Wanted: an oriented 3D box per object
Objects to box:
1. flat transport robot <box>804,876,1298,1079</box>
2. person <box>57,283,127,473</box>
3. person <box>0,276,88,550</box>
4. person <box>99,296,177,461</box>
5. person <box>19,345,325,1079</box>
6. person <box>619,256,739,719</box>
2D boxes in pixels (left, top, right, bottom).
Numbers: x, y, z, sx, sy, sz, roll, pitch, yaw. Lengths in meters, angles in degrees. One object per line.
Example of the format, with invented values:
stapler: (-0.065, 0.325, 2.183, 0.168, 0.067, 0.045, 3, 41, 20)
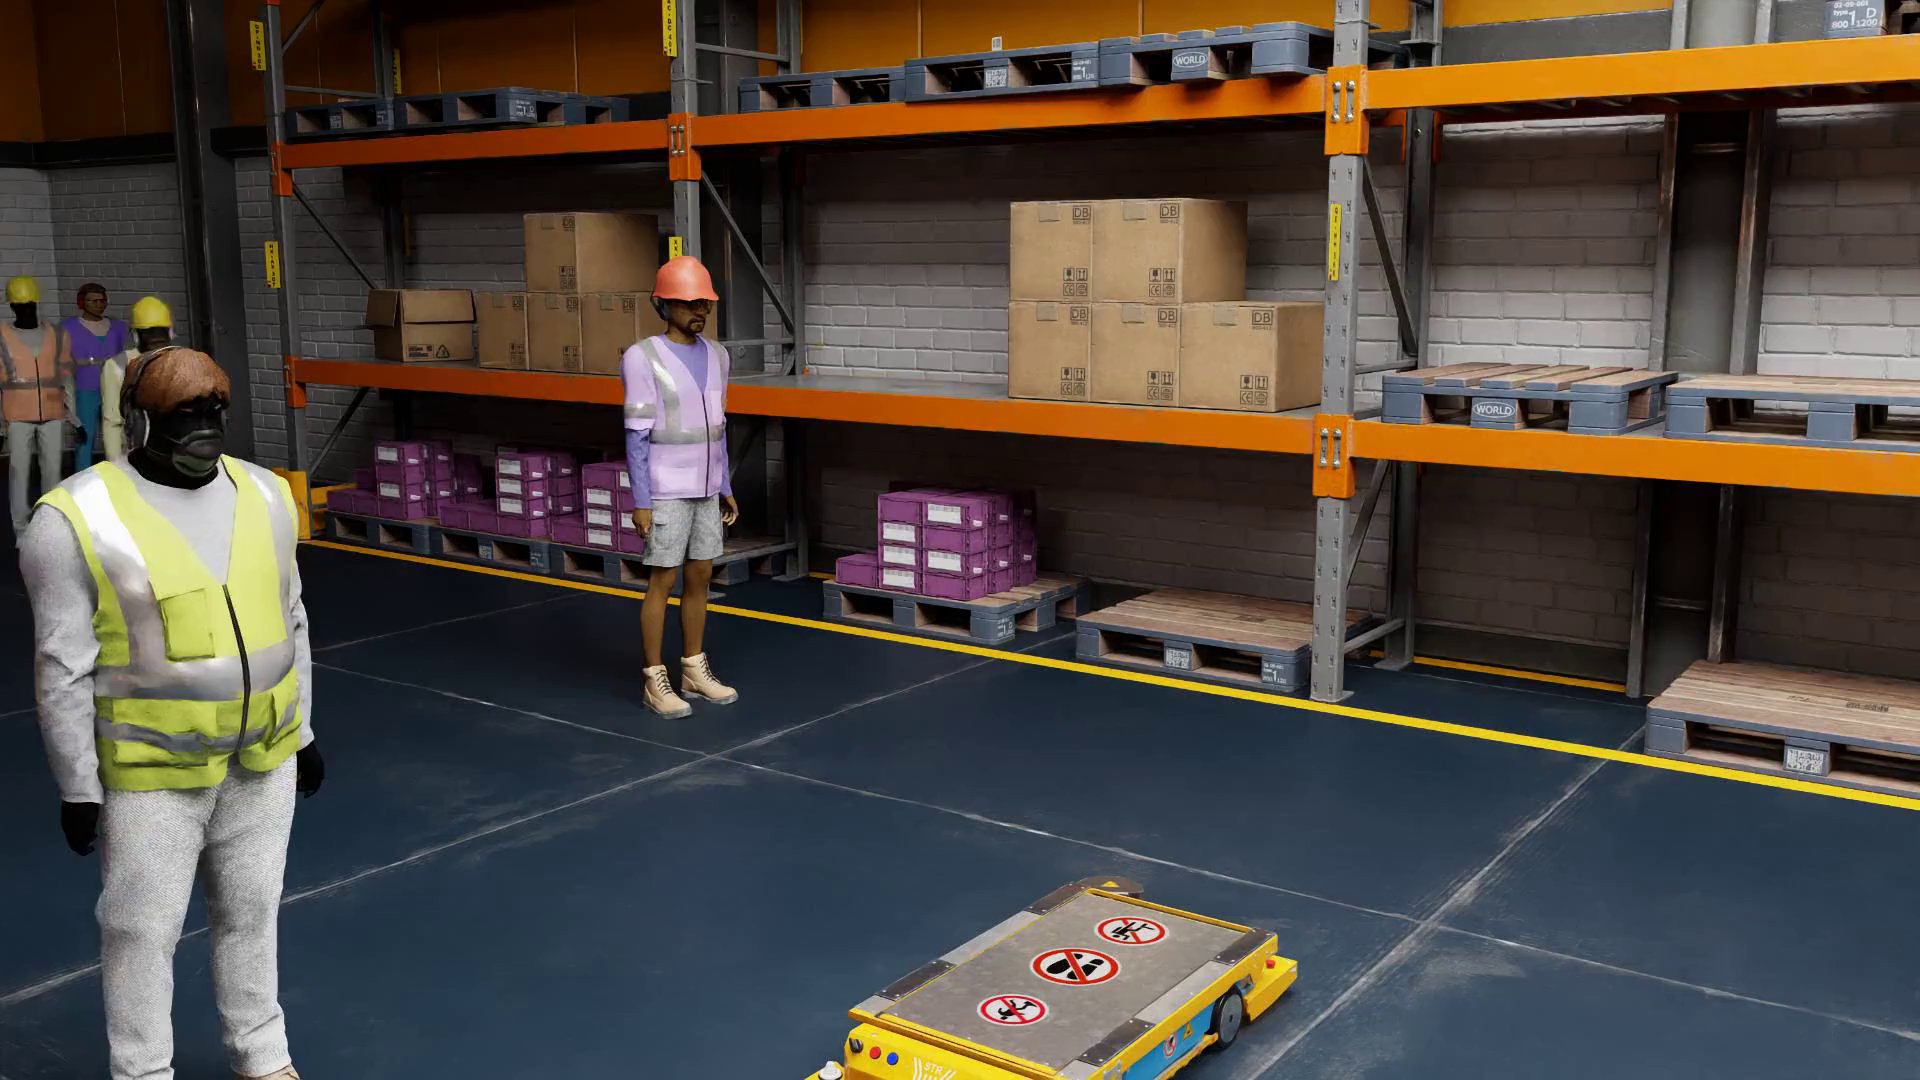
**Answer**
flat transport robot: (0.254, 1.194, 4.191, 0.652, 0.197, 1.431, 7, 12, 35)
person: (-7.141, -1.197, 13.756, 0.373, 1.840, 0.570, 7, 12, 35)
person: (-6.501, -0.881, 11.721, 0.395, 1.920, 0.644, 8, 13, 40)
person: (-4.575, -0.471, 9.531, 0.407, 1.821, 0.612, 9, 13, 42)
person: (-1.710, 0.488, 3.731, 0.429, 1.839, 0.633, 7, 12, 35)
person: (-1.213, -0.234, 7.428, 0.390, 2.040, 0.614, 7, 12, 35)
